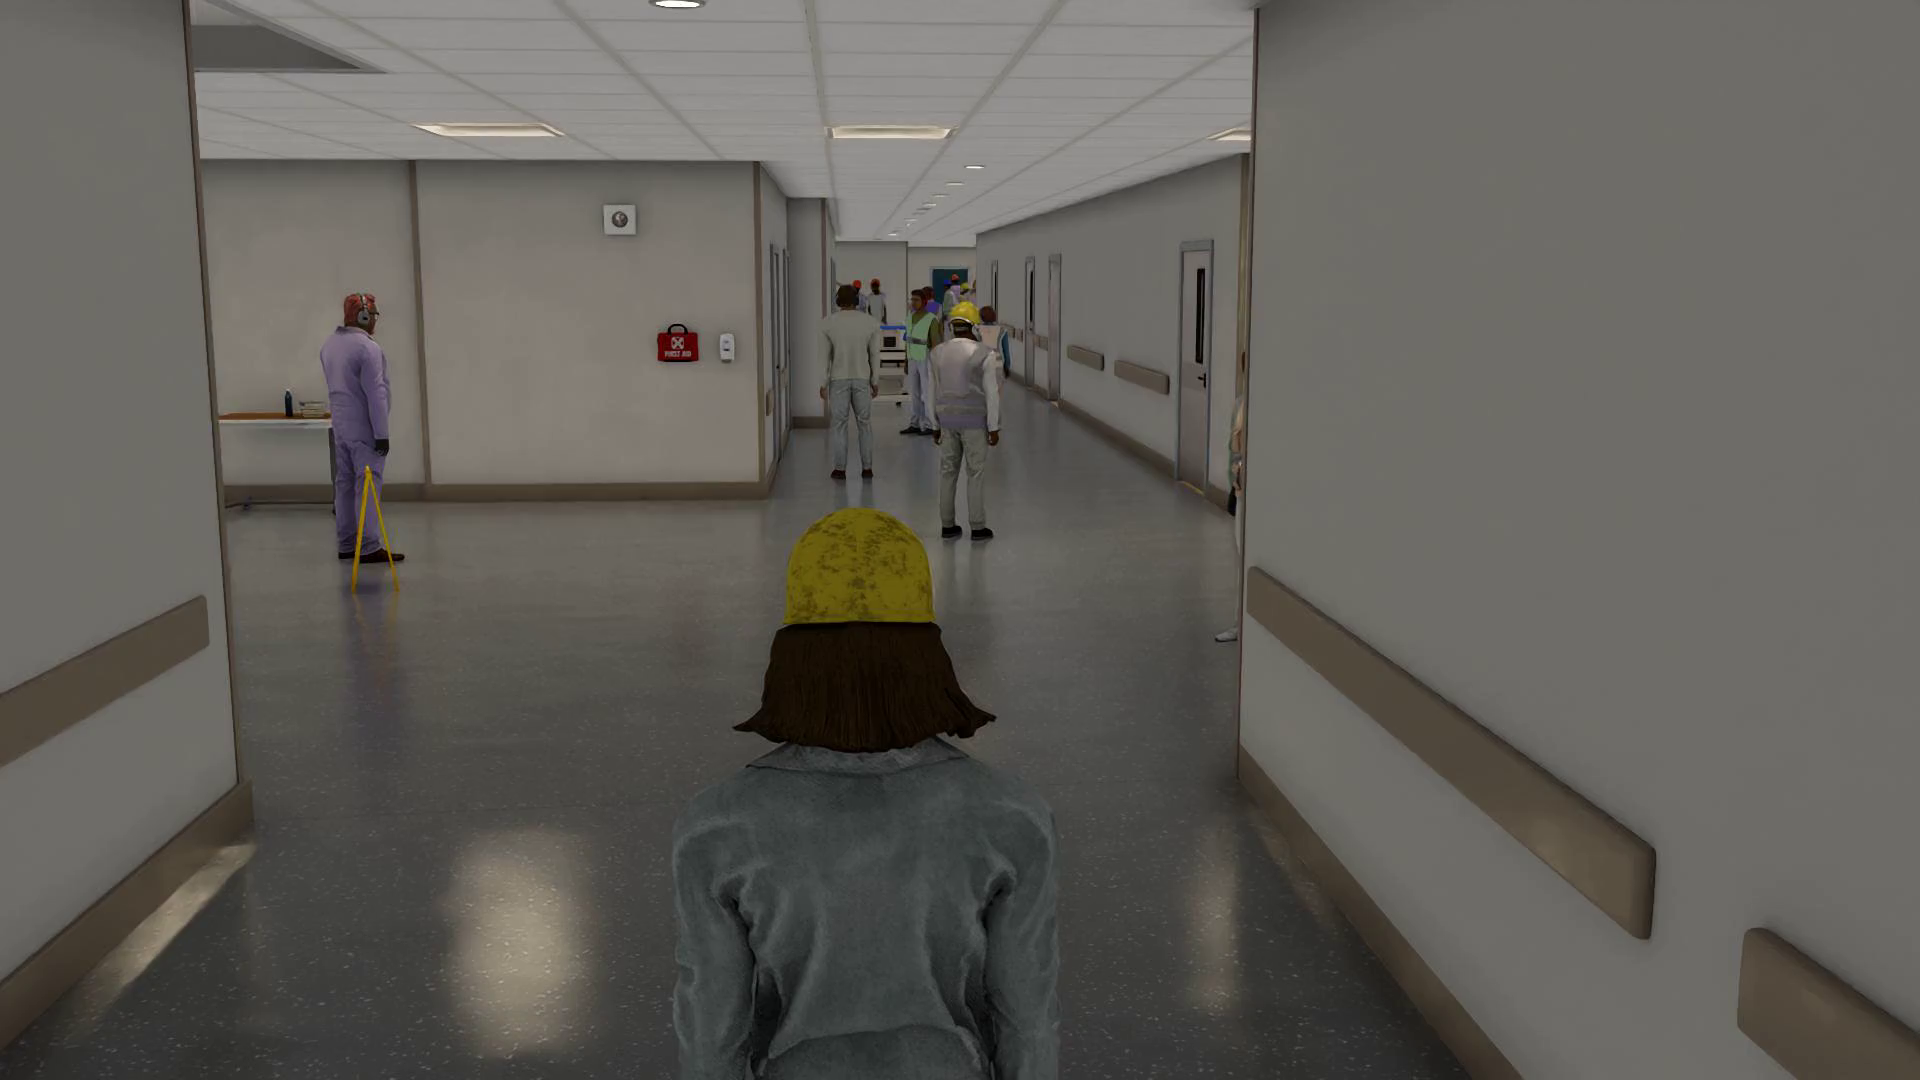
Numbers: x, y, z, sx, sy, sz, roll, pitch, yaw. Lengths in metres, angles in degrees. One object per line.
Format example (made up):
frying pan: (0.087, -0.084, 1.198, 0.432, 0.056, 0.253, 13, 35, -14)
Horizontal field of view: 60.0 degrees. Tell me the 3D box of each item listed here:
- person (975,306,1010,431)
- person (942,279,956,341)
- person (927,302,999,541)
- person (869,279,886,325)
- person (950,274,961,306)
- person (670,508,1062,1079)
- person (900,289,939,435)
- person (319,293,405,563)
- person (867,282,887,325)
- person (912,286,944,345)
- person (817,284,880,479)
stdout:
person: (0.375, -2.244, 21.787, 0.571, 1.604, 0.712, -1, 9, -6)
person: (-0.302, -6.178, 45.572, 0.444, 1.915, 0.691, 2, 9, 11)
person: (0.037, -0.904, 12.732, 0.590, 1.824, 0.403, 5, 10, 28)
person: (-2.152, -5.752, 42.812, 0.543, 1.933, 0.364, 8, 12, 40)
person: (-0.157, -7.630, 54.240, 0.608, 2.048, 0.365, -6, 11, -35)
person: (-0.115, 0.823, 2.147, 0.484, 1.736, 0.306, -1, 9, -5)
person: (-0.492, -2.255, 21.117, 0.390, 1.849, 0.565, -8, 12, -43)
person: (-4.209, -0.786, 11.747, 0.646, 1.900, 0.403, 7, 12, 39)
person: (-2.117, -5.642, 42.375, 0.530, 1.857, 0.537, 4, 10, 22)
person: (-0.576, -3.638, 29.844, 0.597, 1.832, 0.468, 4, 10, 21)
person: (-1.102, -1.565, 16.514, 0.629, 1.937, 0.378, -2, 9, -12)
